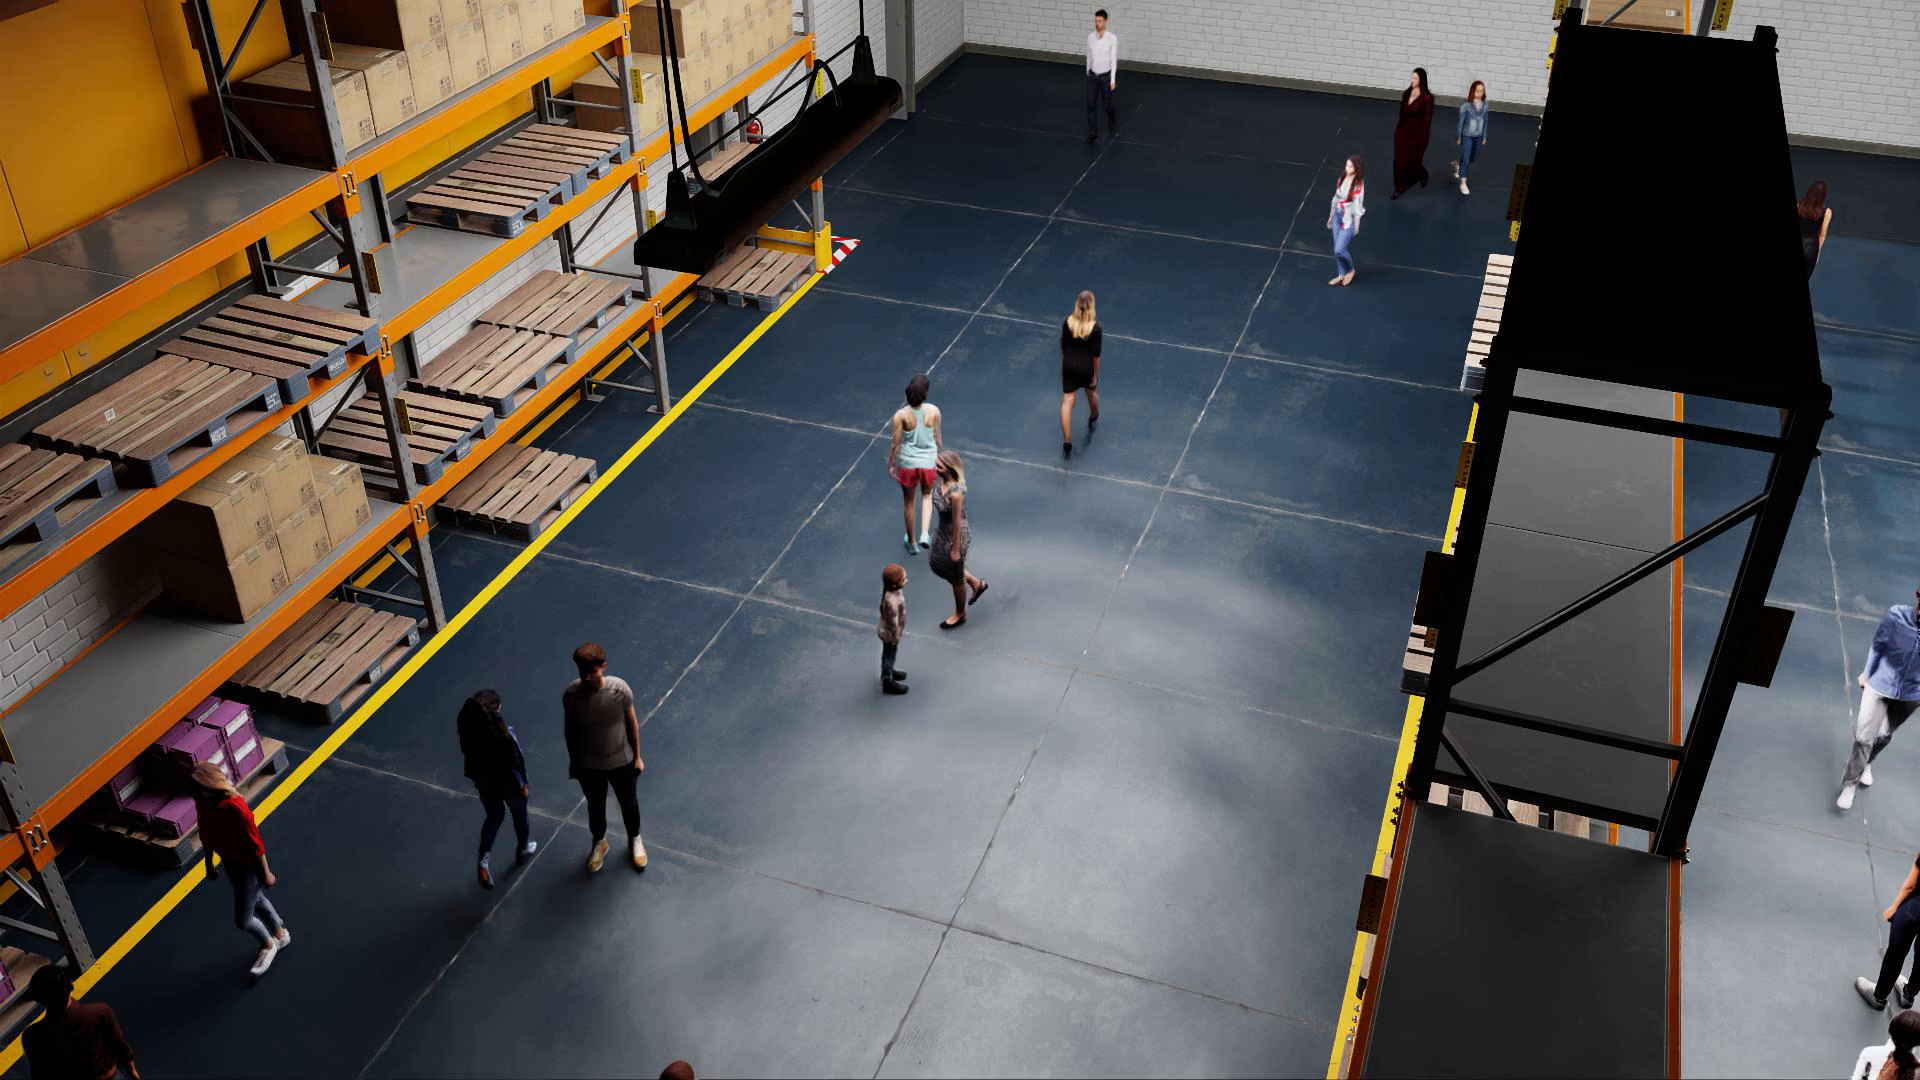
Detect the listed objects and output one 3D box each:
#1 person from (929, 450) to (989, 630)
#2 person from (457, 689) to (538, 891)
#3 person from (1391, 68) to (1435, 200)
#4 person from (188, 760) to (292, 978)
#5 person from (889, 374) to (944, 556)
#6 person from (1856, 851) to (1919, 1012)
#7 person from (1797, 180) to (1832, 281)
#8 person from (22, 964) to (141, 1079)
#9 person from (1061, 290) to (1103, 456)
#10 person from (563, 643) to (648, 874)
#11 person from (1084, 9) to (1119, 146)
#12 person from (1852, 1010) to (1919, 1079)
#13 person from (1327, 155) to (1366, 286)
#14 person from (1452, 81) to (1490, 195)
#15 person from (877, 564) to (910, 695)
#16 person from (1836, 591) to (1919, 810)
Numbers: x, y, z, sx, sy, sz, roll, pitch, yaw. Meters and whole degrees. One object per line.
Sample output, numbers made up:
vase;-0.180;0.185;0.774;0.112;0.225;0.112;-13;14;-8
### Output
person;0.029;-0.026;13.791;0.869;1.693;0.817;-12;36;-18
person;-3.146;1.704;11.268;0.672;1.604;0.927;8;34;12
person;5.941;-5.274;21.644;0.940;1.739;0.867;-23;40;-30
person;-4.553;2.036;10.691;0.671;1.690;0.652;17;37;24
person;-0.334;-0.615;14.615;0.829;1.761;0.893;-8;34;-12
person;6.023;2.297;10.354;0.641;1.629;0.625;-1;34;-1
person;9.383;-3.209;18.583;0.576;1.688;0.550;12;36;18
person;-4.771;3.013;9.142;0.667;1.778;0.760;-19;38;-26
person;1.131;-1.592;16.201;0.617;1.633;1.038;9;35;13
person;-2.421;1.469;11.360;0.732;1.893;0.712;-4;34;-6
person;2.025;-6.549;23.472;0.712;1.839;1.082;16;37;23
person;4.975;3.220;9.067;0.747;1.516;1.146;23;40;30
person;4.578;-3.746;19.467;0.773;1.604;0.714;-15;37;-22
person;6.746;-5.369;22.033;0.821;1.467;0.924;-8;34;-12
person;-0.555;0.686;13.171;0.600;1.193;0.505;-3;34;-5
person;6.802;1.016;12.071;0.692;1.861;0.935;13;36;18
